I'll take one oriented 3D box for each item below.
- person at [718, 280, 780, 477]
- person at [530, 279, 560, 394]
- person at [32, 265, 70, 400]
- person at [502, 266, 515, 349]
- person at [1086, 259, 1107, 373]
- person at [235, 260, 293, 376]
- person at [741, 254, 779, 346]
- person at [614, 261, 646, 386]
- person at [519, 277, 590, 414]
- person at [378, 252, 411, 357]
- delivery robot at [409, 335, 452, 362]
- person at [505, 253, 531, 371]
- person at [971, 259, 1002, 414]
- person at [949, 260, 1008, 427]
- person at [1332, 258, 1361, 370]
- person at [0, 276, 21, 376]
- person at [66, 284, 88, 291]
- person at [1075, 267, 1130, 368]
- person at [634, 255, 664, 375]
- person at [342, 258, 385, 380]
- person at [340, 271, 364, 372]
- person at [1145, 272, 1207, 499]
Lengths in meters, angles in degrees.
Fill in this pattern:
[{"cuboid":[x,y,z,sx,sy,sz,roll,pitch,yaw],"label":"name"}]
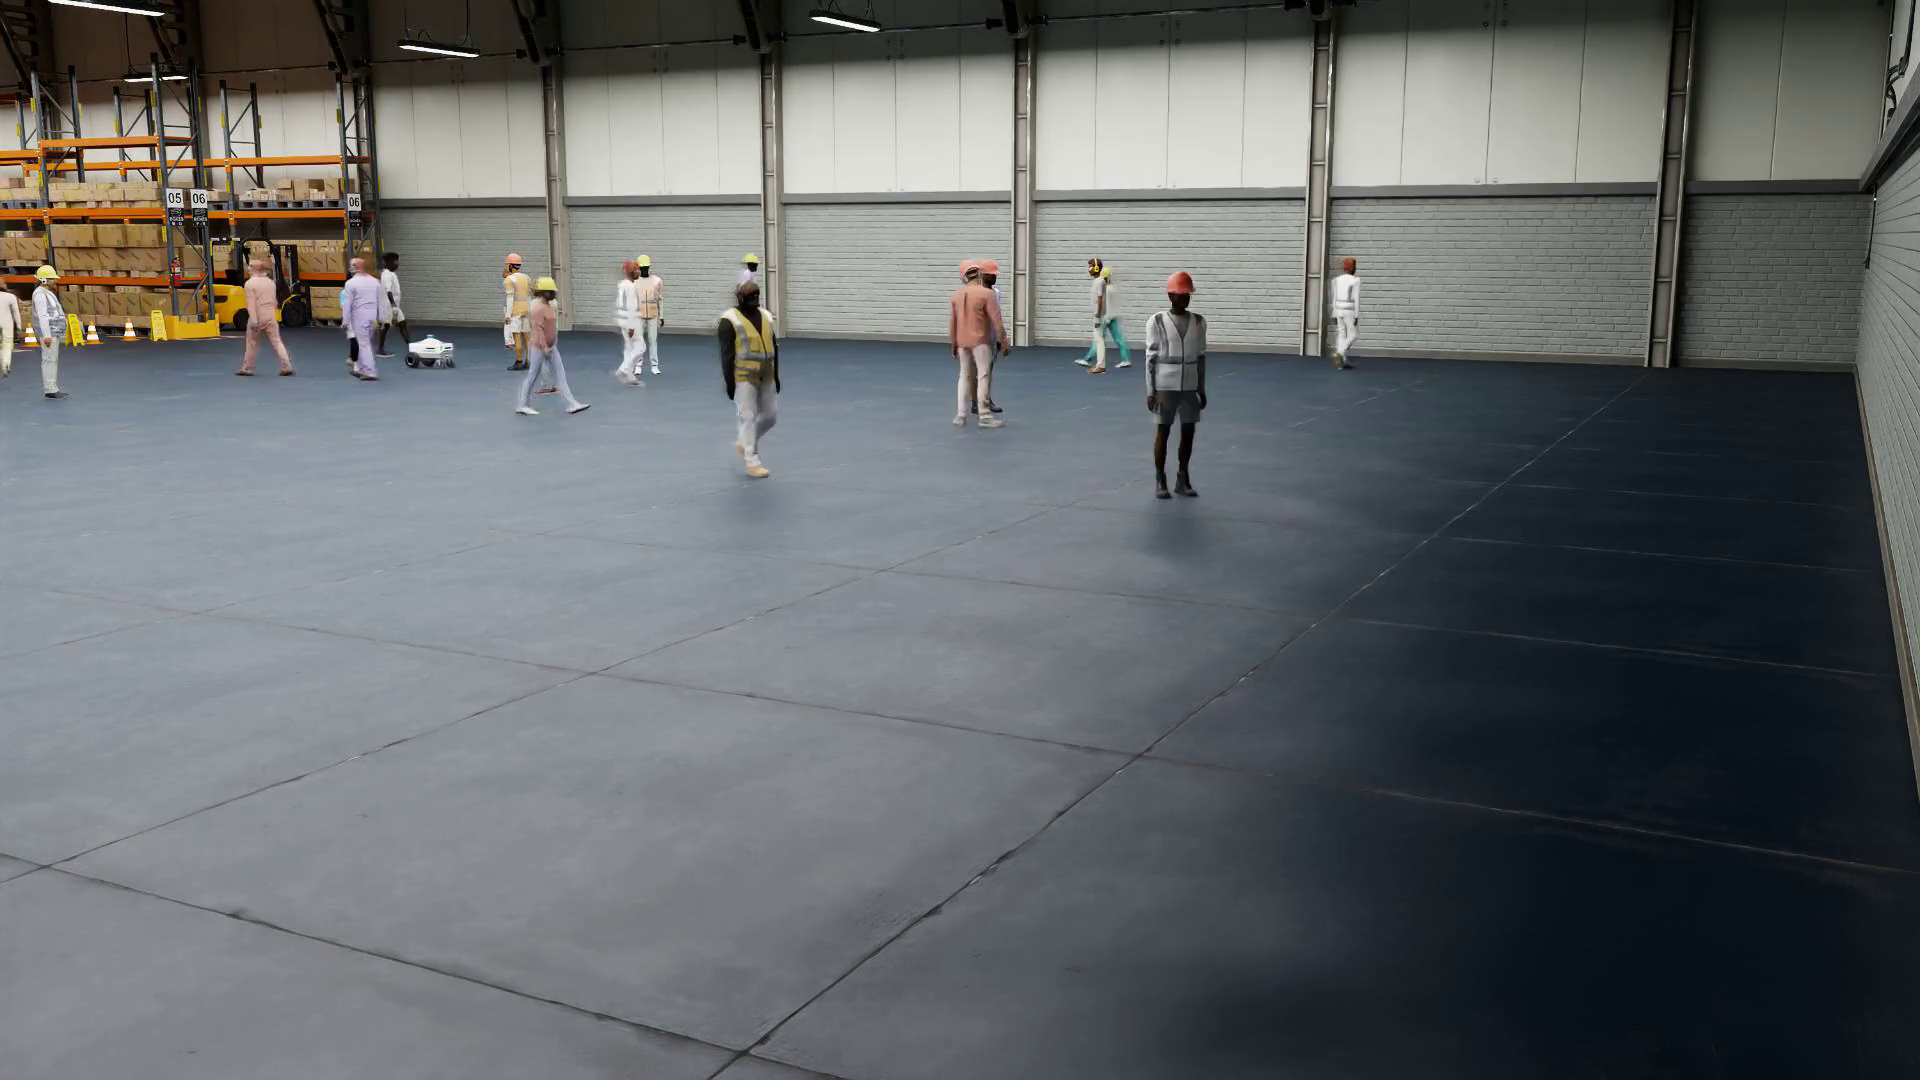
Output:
[{"cuboid":[-1.966,-1.507,15.530,0.532,1.831,0.649,10,14,43],"label":"person"},{"cuboid":[-5.890,-2.881,23.566,0.287,1.631,0.501,6,12,31],"label":"person"},{"cuboid":[-12.464,-2.840,22.799,0.404,1.829,0.600,-4,11,-20],"label":"person"},{"cuboid":[-8.915,-4.615,33.012,0.280,1.636,0.503,1,10,6],"label":"person"},{"cuboid":[2.234,-3.649,27.146,0.317,1.861,0.519,0,10,-2],"label":"person"},{"cuboid":[-11.116,-3.529,26.523,1.005,1.856,0.663,4,11,21],"label":"person"},{"cuboid":[-4.125,-4.689,32.767,0.982,1.878,0.604,-2,11,-12],"label":"person"},{"cuboid":[-4.879,-3.197,24.663,0.444,1.870,0.572,-5,11,-24],"label":"person"},{"cuboid":[-5.139,-2.409,20.772,0.921,1.716,0.545,3,11,13],"label":"person"},{"cuboid":[-10.361,-4.336,30.680,0.937,1.922,0.642,-1,10,-4],"label":"person"},{"cuboid":[-8.954,-3.228,28.146,0.707,0.478,0.477,4,11,20],"label":"delivery robot"},{"cuboid":[-7.361,-3.781,27.638,0.364,1.939,0.542,5,12,27],"label":"person"},{"cuboid":[0.346,-2.557,20.967,0.373,1.939,0.545,8,13,38],"label":"person"},{"cuboid":[0.187,-2.297,19.556,0.749,1.951,0.362,10,14,42],"label":"person"},{"cuboid":[6.392,-3.749,27.648,0.517,1.872,0.579,-8,13,-35],"label":"person"},{"cuboid":[-15.315,-3.419,26.583,0.509,1.604,0.775,-4,11,-19],"label":"person"},{"cuboid":[-21.281,-6.149,40.273,0.688,2.000,0.538,-10,14,-44],"label":"person"},{"cuboid":[2.448,-3.748,28.107,0.948,1.697,0.544,4,11,21],"label":"person"},{"cuboid":[-5.077,-3.636,26.877,0.594,1.926,0.370,-4,11,-19],"label":"person"},{"cuboid":[-9.391,-3.427,25.885,0.848,1.873,0.677,5,12,26],"label":"person"},{"cuboid":[-10.043,-3.610,27.449,0.544,1.668,0.552,5,11,25],"label":"person"},{"cuboid":[1.855,-1.315,14.230,0.570,1.931,0.420,-3,11,-14],"label":"person"}]
